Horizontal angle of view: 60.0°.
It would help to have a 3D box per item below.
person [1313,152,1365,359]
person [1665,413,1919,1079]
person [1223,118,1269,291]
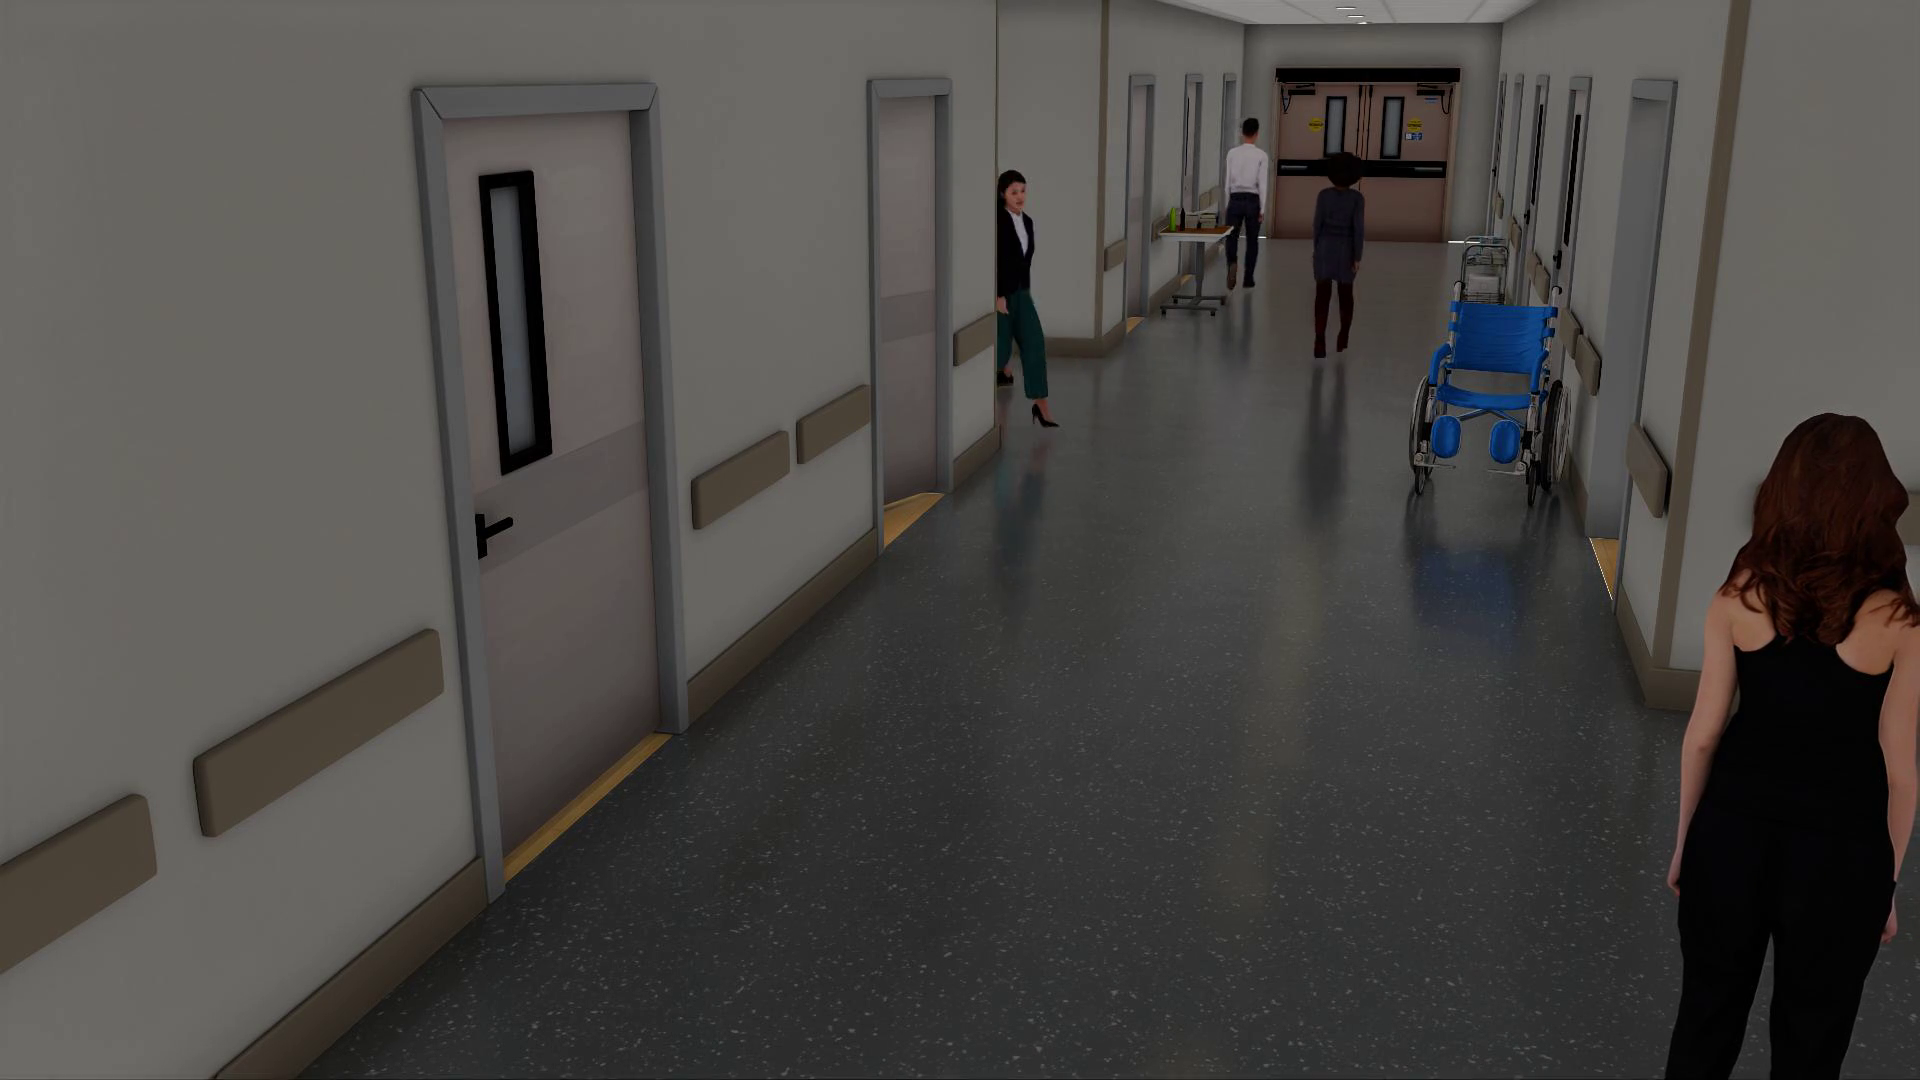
[{"bbox_3d":[3.073,-2.299,13.707,0.619,1.669,1.066,5,17,18],"label":"person"},{"bbox_3d":[1.596,0.616,3.226,0.629,1.746,0.616,10,19,32],"label":"person"},{"bbox_3d":[3.074,-3.627,18.101,0.641,1.842,1.018,5,17,18],"label":"person"}]
